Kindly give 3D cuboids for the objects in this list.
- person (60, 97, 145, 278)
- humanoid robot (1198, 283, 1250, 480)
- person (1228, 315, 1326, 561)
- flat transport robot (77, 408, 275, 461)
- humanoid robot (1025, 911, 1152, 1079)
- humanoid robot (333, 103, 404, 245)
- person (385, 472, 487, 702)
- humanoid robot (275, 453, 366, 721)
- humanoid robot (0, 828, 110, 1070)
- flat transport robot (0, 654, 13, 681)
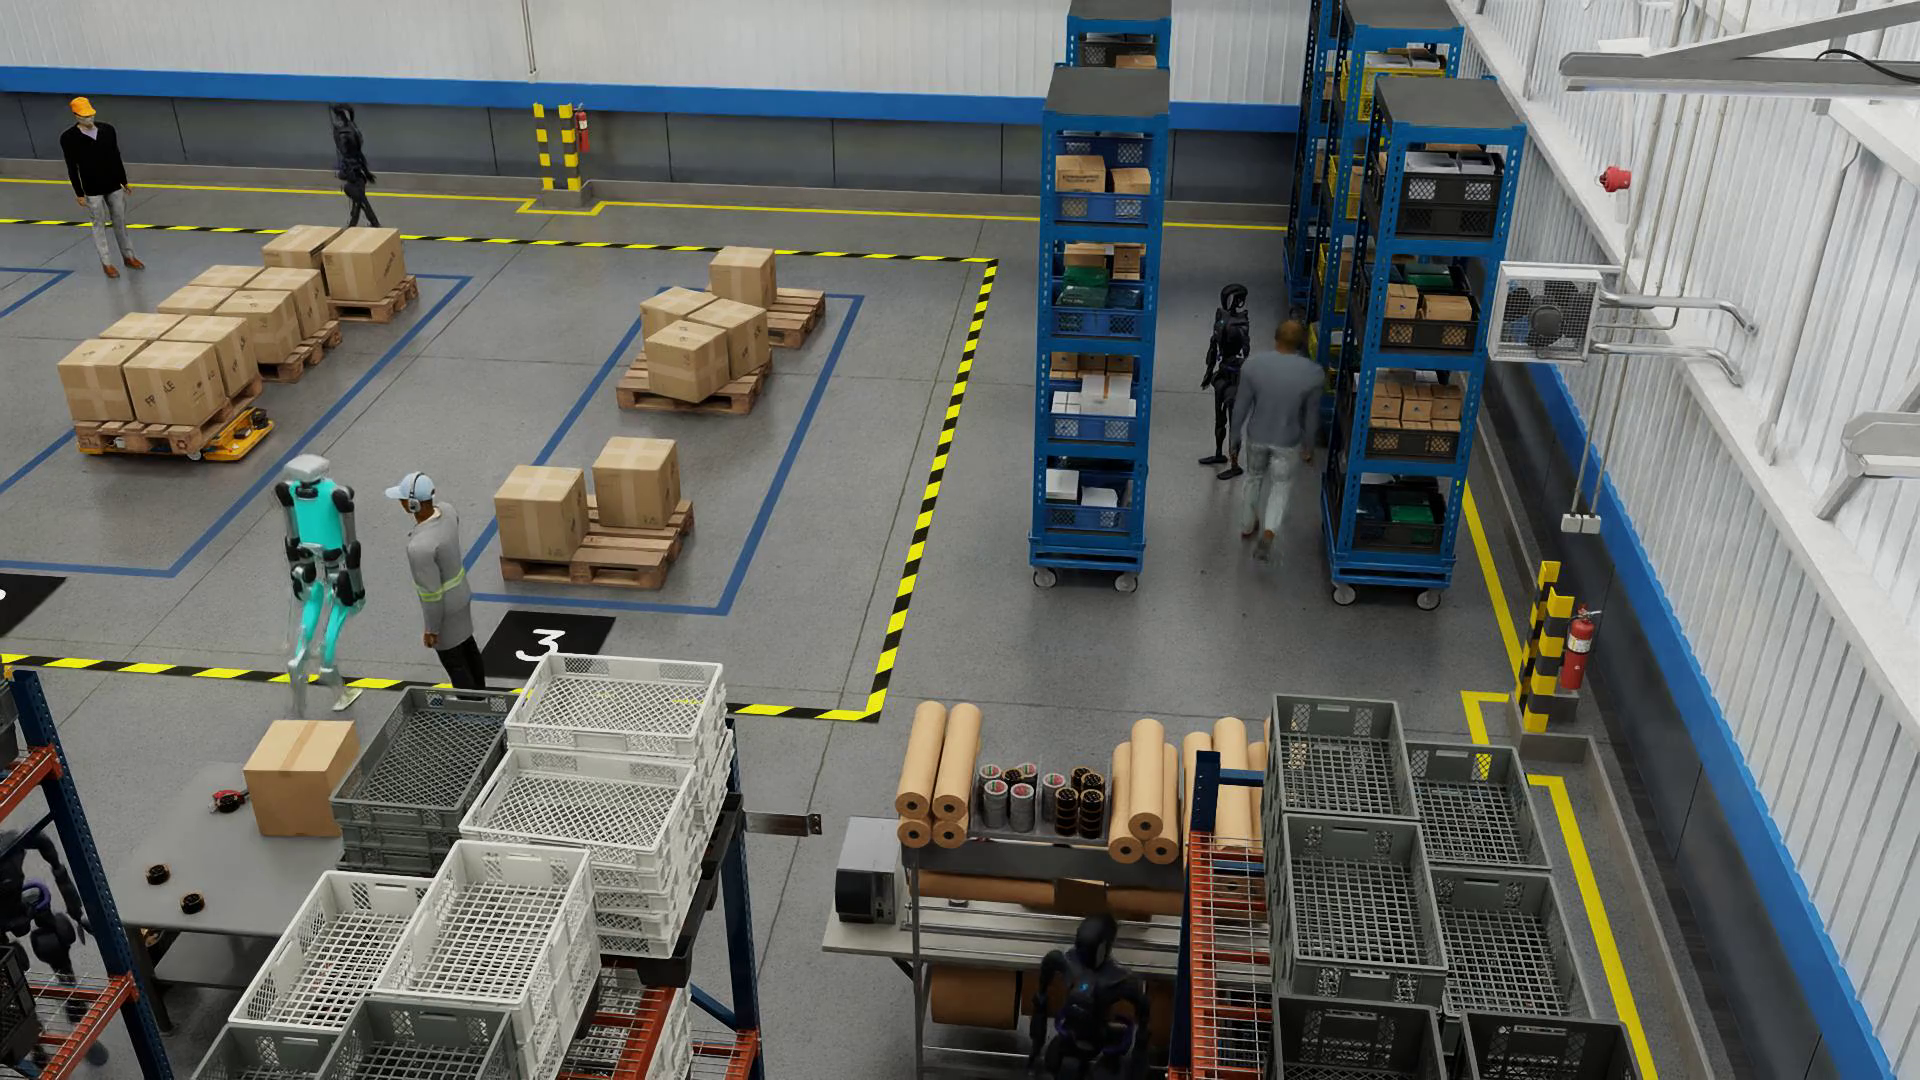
[{"bbox_3d":[-8.986,-3.702,17.427,0.380,1.882,0.589,20,36,30],"label":"person"},{"bbox_3d":[2.180,-1.294,13.481,0.315,1.657,0.599,-11,32,-18],"label":"humanoid robot"},{"bbox_3d":[2.305,-0.727,12.288,0.655,1.912,0.702,10,32,16],"label":"person"},{"bbox_3d":[-6.728,-0.944,14.268,1.431,0.197,0.652,3,30,6],"label":"flat transport robot"},{"bbox_3d":[0.605,2.274,7.429,0.600,1.652,0.770,15,34,24],"label":"humanoid robot"},{"bbox_3d":[-6.496,-3.949,18.082,0.718,1.634,0.585,-2,30,-4],"label":"humanoid robot"},{"bbox_3d":[-3.259,0.401,10.410,0.397,1.852,0.589,1,30,2],"label":"person"},{"bbox_3d":[-4.134,0.446,10.536,0.553,1.846,0.892,8,31,14],"label":"humanoid robot"},{"bbox_3d":[-4.489,1.909,7.994,0.594,1.659,0.332,-26,39,-37],"label":"humanoid robot"},{"bbox_3d":[-7.142,0.969,11.010,1.431,0.231,0.659,3,30,6],"label":"flat transport robot"}]
